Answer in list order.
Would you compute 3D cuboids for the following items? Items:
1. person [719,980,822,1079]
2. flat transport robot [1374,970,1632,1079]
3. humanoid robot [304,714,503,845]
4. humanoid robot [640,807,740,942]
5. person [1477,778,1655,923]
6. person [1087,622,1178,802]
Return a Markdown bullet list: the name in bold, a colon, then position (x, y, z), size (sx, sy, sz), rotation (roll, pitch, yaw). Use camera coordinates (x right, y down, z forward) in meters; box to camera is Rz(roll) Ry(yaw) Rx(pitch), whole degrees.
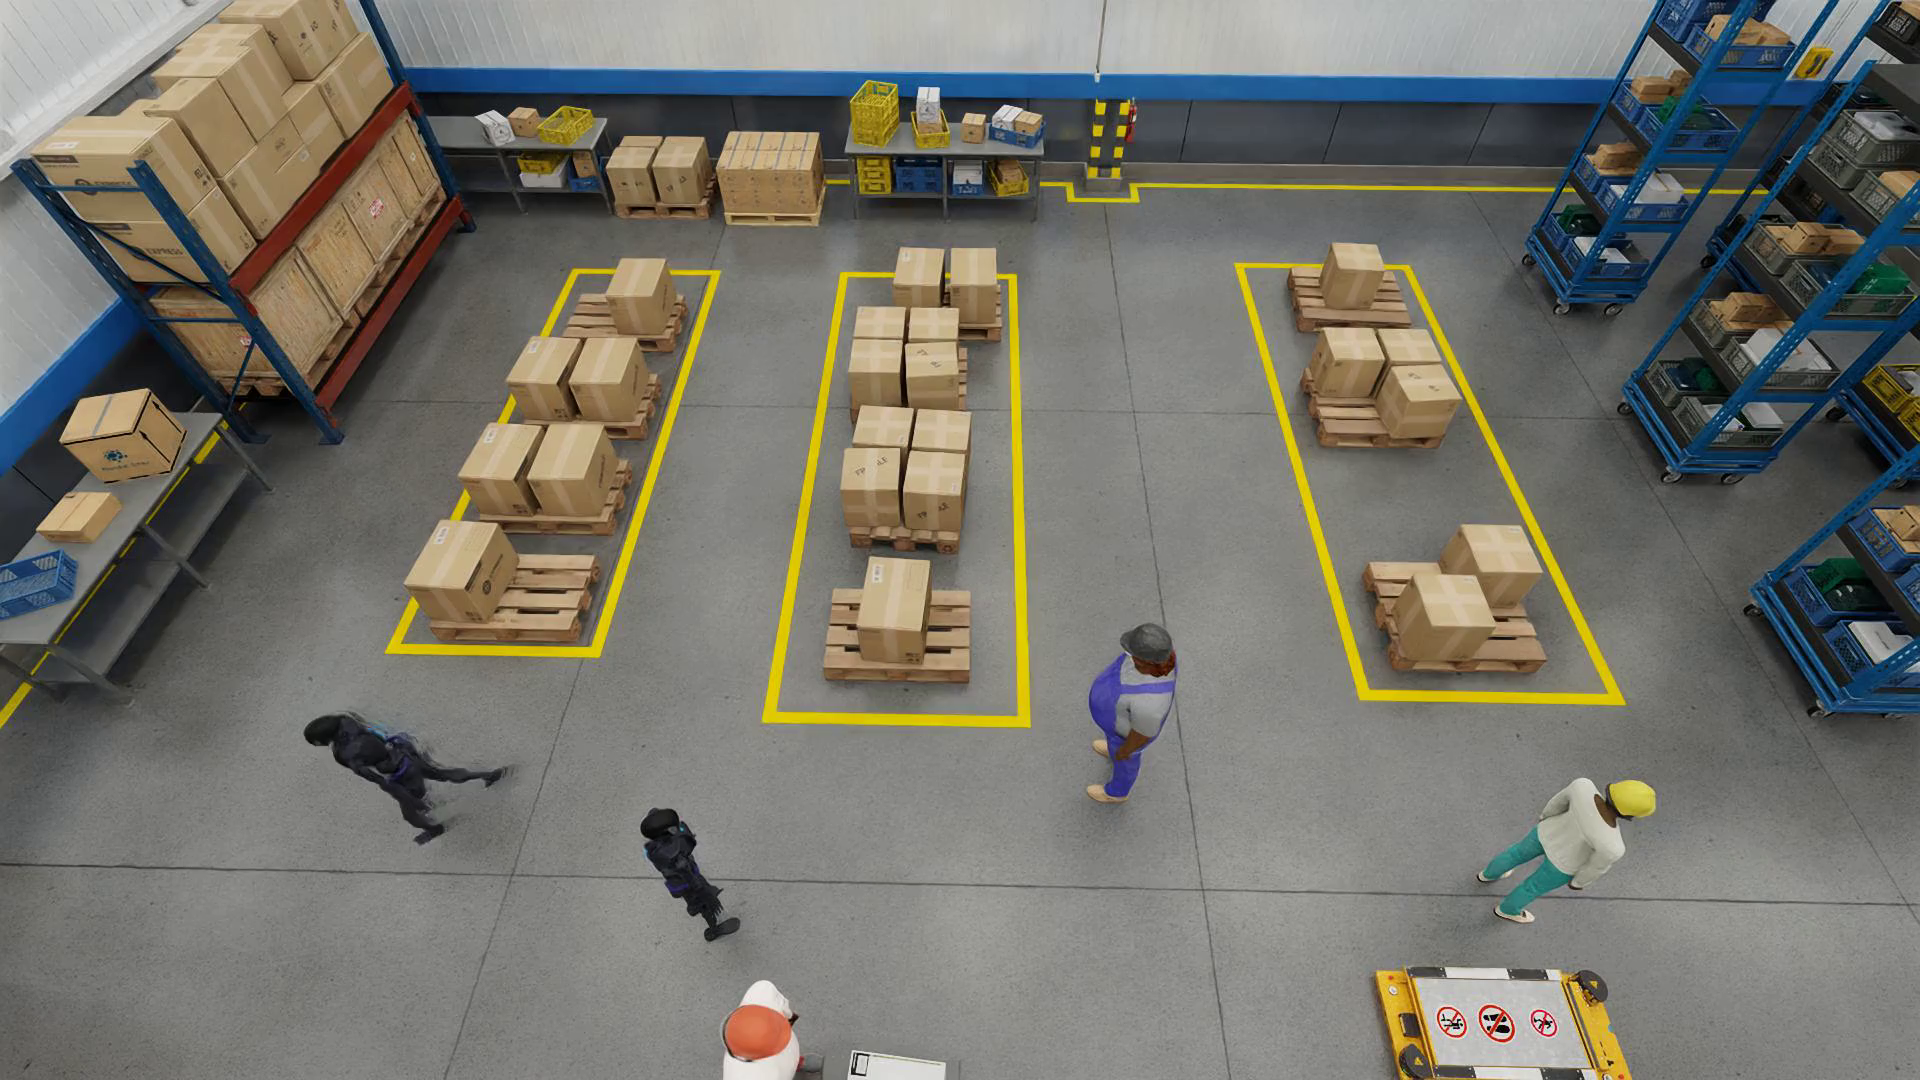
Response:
- **person**: position (-1.012, 2.878, 5.036), size (0.405, 1.986, 0.615), rotation (4, 51, 3)
- **flat transport robot**: position (3.501, 3.133, 5.914), size (1.431, 0.197, 0.652), rotation (1, 51, 1)
- **humanoid robot**: position (-3.795, 1.538, 6.352), size (0.728, 1.623, 0.595), rotation (-24, 55, -18)
- **humanoid robot**: position (-1.738, 2.104, 5.853), size (0.314, 1.657, 0.612), rotation (-32, 57, -23)
- **person**: position (3.888, 1.981, 5.904), size (0.309, 1.768, 0.521), rotation (-3, 51, -2)
- **person**: position (1.153, 1.192, 6.372), size (0.538, 2.000, 0.685), rotation (11, 52, 9)
